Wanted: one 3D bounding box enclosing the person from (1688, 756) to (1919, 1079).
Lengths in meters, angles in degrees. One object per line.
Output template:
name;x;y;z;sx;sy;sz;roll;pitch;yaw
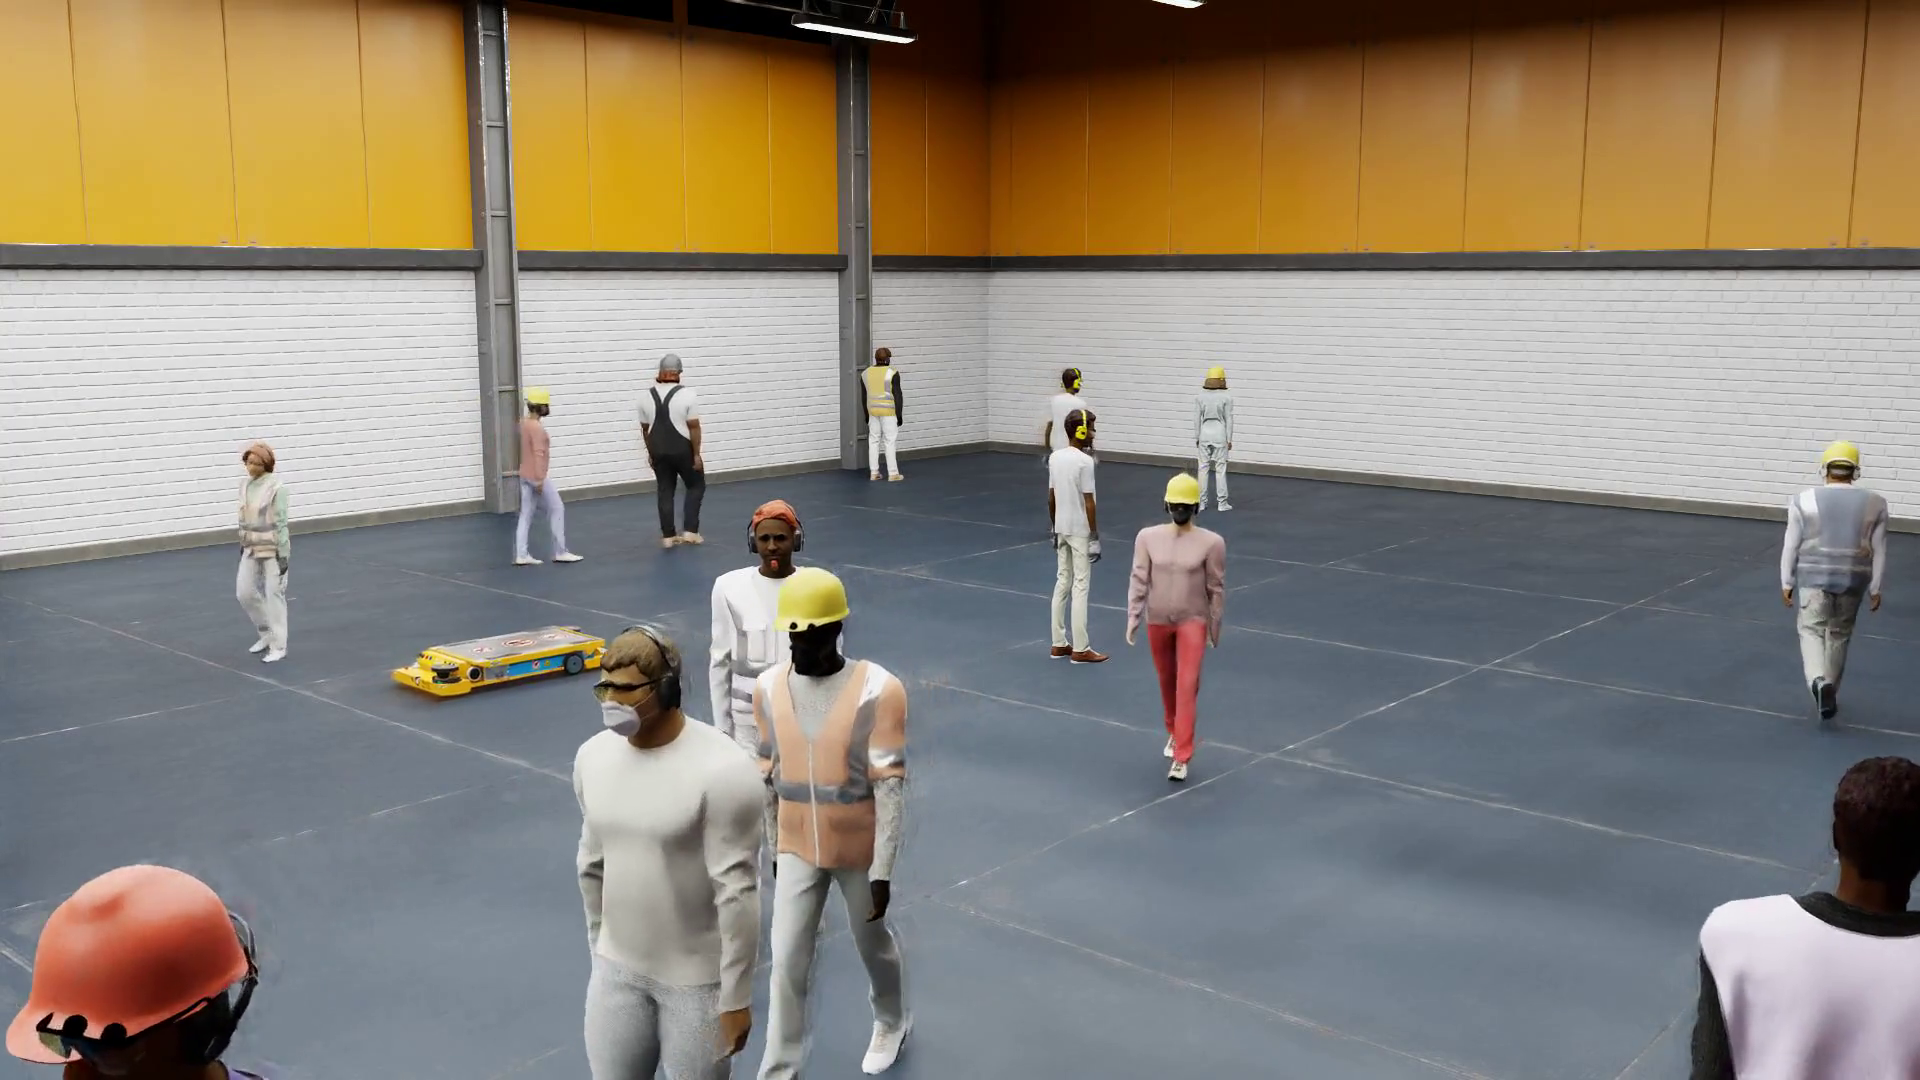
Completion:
person;1.753;1.367;3.325;0.604;1.897;0.650;5;10;29

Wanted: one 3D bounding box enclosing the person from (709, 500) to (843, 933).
person;-0.784;0.766;7.144;0.573;1.883;0.356;-1;9;-6

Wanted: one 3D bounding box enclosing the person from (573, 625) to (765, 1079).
person;-0.763;1.156;4.610;0.637;1.915;0.767;5;10;28

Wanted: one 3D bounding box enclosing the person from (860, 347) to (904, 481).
person;-1.050;-1.730;22.944;0.619;1.845;0.430;5;10;27

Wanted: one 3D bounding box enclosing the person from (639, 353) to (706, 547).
person;-2.969;-0.935;17.331;0.709;2.000;0.565;3;10;19

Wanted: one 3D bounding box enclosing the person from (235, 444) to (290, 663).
person;-5.067;0.097;12.181;0.550;1.614;0.400;5;10;28

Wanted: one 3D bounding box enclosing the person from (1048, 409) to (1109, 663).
person;0.853;-0.029;12.200;0.326;1.865;0.519;-6;11;-34

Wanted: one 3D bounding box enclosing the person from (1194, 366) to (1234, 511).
person;3.068;-1.224;20.085;0.487;1.741;0.313;5;10;28

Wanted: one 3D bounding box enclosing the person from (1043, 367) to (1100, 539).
person;1.219;-0.923;17.877;0.712;1.847;0.525;-8;12;-41

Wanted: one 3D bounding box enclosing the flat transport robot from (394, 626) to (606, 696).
flat transport robot;-3.180;0.834;11.759;0.652;0.197;1.431;9;12;43

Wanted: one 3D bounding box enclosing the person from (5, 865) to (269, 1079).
person;-1.121;1.455;2.407;0.626;2.019;0.722;4;10;22

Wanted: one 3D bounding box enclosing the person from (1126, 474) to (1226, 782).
person;1.232;0.475;9.496;0.524;1.720;0.895;3;10;21

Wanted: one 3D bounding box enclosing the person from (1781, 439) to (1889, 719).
person;5.576;0.261;10.617;0.599;1.796;0.751;3;9;17

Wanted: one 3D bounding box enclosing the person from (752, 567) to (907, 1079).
person;-0.440;1.011;5.627;0.588;1.883;0.988;3;9;18

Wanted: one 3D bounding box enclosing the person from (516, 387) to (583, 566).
person;-4.049;-0.620;16.276;0.728;1.742;0.538;-6;11;-35
